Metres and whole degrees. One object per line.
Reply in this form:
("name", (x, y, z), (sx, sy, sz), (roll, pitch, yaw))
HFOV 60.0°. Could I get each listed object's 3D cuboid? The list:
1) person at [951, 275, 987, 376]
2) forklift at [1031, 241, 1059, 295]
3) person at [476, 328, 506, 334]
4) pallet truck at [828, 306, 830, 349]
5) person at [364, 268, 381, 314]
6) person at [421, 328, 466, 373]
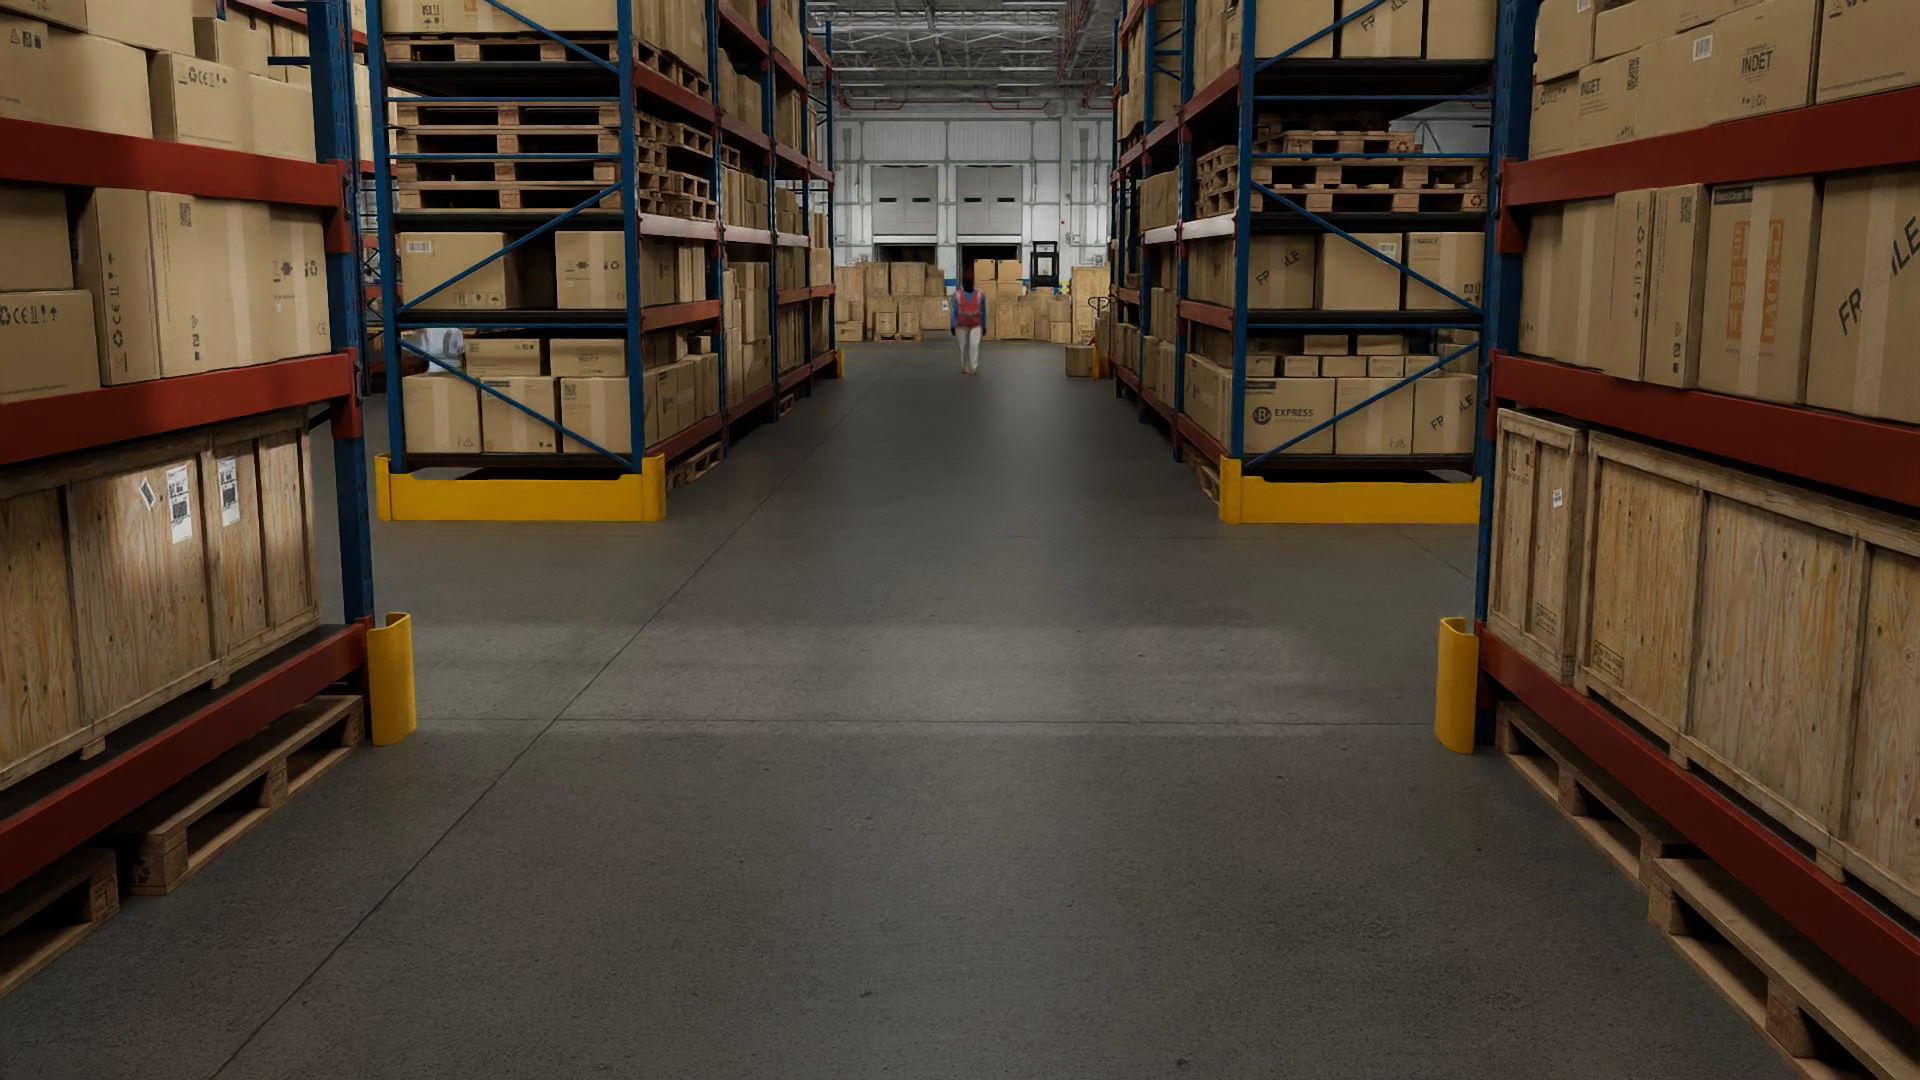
("person", (0.158, -3.865, 29.942), (0.638, 1.814, 0.879), (1, 9, 3))
("forklift", (3.201, -9.896, 62.839), (1.129, 2.768, 1.873), (0, 9, 1))
("person", (-7.891, -3.601, 27.966), (0.546, 1.934, 0.376), (1, 10, 5))
("pallet truck", (-3.100, -3.940, 29.800), (1.885, 1.965, 0.823), (3, 10, 19))
("person", (-23.157, -9.740, 65.181), (0.951, 1.796, 0.630), (7, 12, 37))
("person", (-5.441, -1.711, 17.505), (0.581, 1.643, 0.872), (6, 11, 33))
